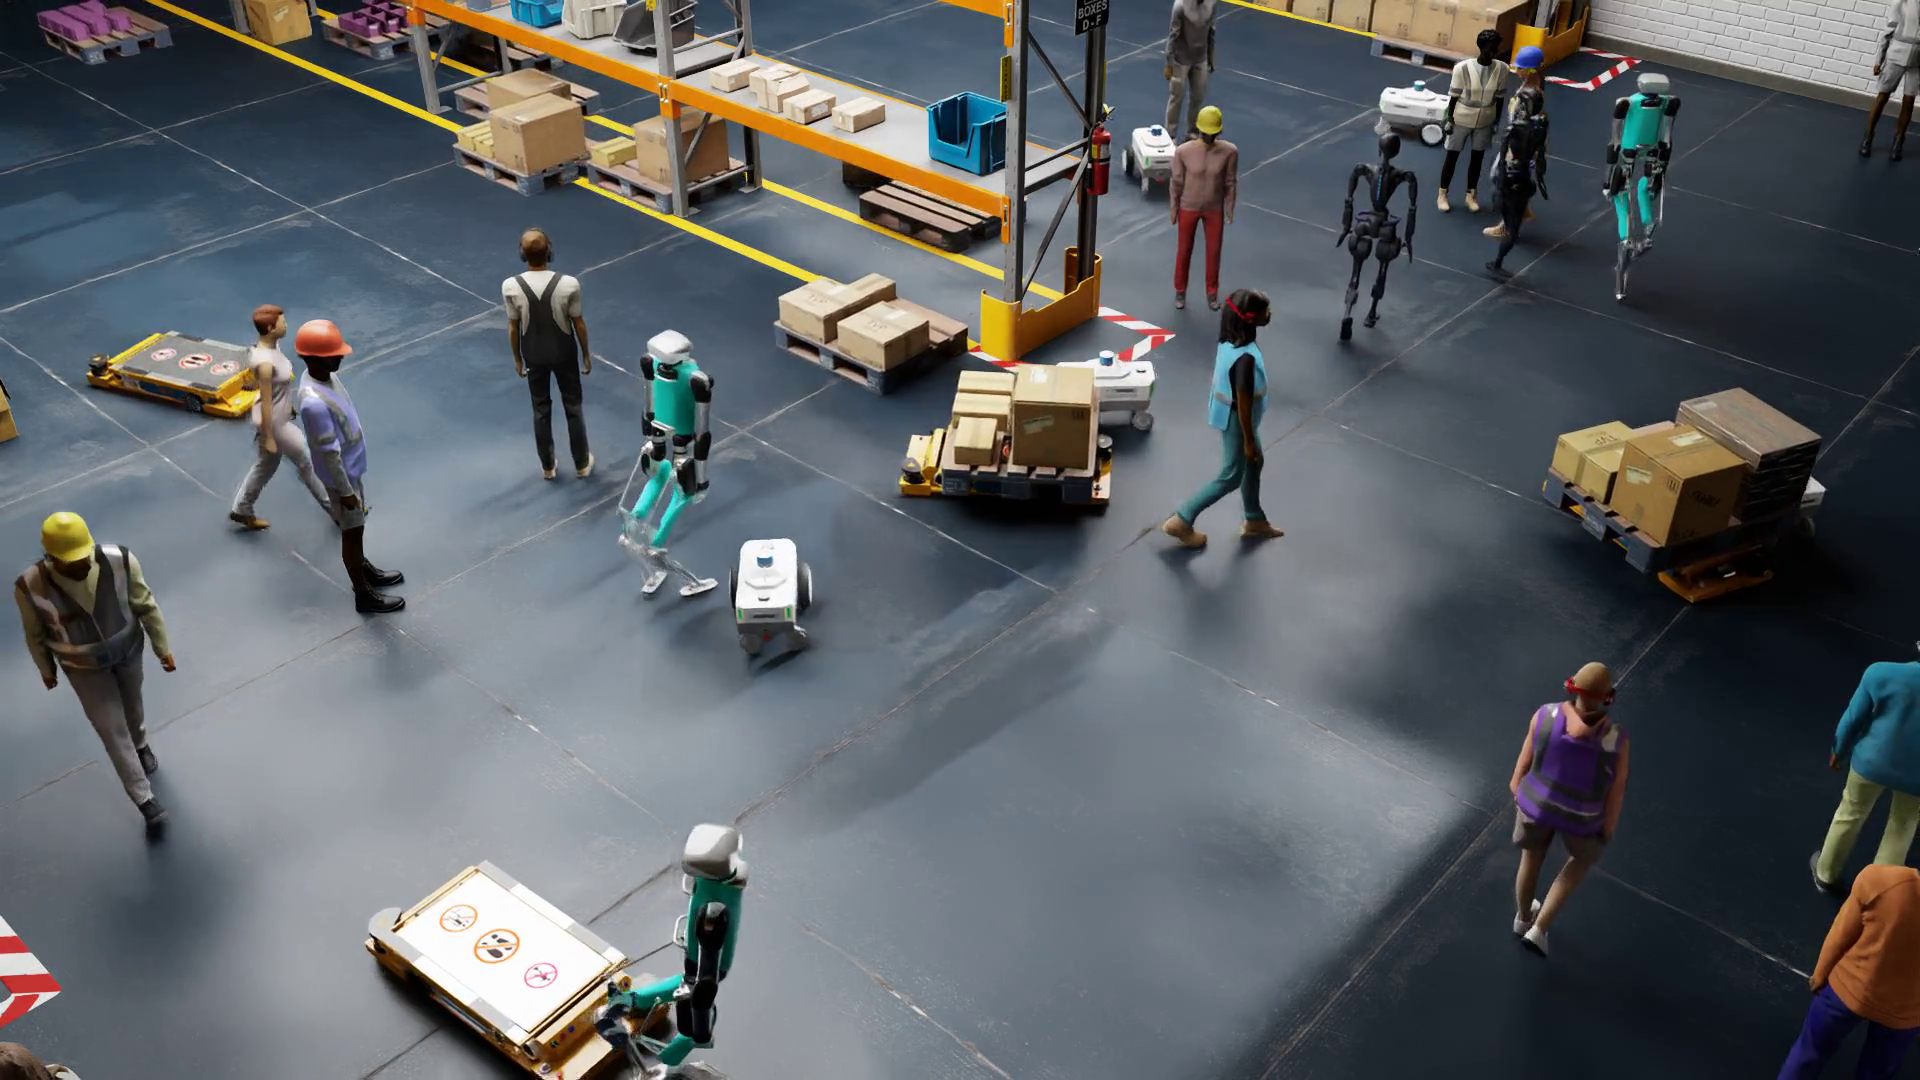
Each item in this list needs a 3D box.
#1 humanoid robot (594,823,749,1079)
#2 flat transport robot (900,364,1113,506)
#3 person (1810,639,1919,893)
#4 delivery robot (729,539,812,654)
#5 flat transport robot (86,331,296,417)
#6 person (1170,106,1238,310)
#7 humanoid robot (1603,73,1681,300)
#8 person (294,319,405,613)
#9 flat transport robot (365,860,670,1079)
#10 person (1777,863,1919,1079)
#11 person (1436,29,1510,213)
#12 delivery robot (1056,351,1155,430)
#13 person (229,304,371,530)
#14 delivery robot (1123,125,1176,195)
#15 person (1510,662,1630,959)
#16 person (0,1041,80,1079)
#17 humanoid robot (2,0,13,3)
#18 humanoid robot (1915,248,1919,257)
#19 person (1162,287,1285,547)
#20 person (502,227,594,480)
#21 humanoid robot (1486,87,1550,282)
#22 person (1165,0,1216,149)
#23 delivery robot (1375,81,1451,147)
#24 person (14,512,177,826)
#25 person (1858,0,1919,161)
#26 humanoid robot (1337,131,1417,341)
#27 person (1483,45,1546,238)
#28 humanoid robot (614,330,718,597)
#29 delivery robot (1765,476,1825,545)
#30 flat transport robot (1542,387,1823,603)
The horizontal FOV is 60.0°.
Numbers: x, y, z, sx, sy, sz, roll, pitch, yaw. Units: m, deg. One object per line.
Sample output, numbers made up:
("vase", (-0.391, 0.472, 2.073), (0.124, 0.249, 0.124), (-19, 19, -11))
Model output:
("humanoid robot", (-1.208, 1.845, 6.863), (1.055, 1.729, 0.548), (-1, 35, -1))
("flat transport robot", (0.332, -0.523, 11.568), (1.431, 0.231, 0.659), (4, 35, 5))
("person", (4.498, 1.055, 7.979), (0.584, 1.743, 0.357), (19, 39, 25))
("delivery robot", (-1.167, 0.308, 10.118), (0.499, 0.601, 0.772), (-2, 35, -2))
("flat transport robot", (-5.864, -1.279, 12.664), (1.431, 0.231, 0.659), (13, 37, 18))
("person", (1.945, -2.650, 13.351), (0.525, 1.745, 0.396), (-1, 35, -1))
("humanoid robot", (5.609, -2.822, 13.698), (0.549, 1.884, 0.765), (-2, 35, -3))
("person", (-3.682, -0.439, 9.983), (0.359, 1.934, 0.542), (-9, 36, -13))
("flat transport robot", (-2.114, 2.030, 7.869), (1.431, 0.231, 0.659), (24, 41, 30))
("person", (3.715, 1.813, 6.692), (0.515, 1.972, 0.405), (20, 39, 26))
("person", (4.642, -3.791, 15.051), (0.531, 1.693, 0.319), (-1, 35, -1))
("delivery robot", (1.021, -1.087, 12.150), (0.791, 0.614, 0.499), (-1, 35, -1))
("person", (-4.429, -0.748, 10.709), (0.882, 1.611, 0.486), (-11, 36, -16))
("delivery robot", (1.854, -3.663, 15.877), (0.499, 0.608, 0.786), (-3, 35, -4))
("person", (2.782, 1.268, 7.721), (0.509, 1.678, 0.423), (22, 40, 28))
("person", (-3.265, 2.414, 6.085), (0.335, 1.659, 0.495), (2, 35, 2))
("humanoid robot", (-11.968, -7.514, 20.471), (0.593, 1.635, 0.682), (-20, 39, -26))
("humanoid robot", (7.835, -2.344, 12.998), (0.585, 1.630, 0.741), (7, 35, 9))
("person", (1.734, -0.726, 10.519), (0.844, 1.865, 0.535), (2, 35, 3))
("person", (-2.753, -1.235, 11.224), (0.514, 1.836, 0.370), (-4, 35, -5))
("humanoid robot", (4.665, -2.953, 13.850), (0.589, 1.652, 0.368), (-22, 40, -28))
("person", (2.232, -4.690, 16.191), (0.548, 1.883, 0.419), (-16, 38, -22))
("delivery robot", (4.639, -4.330, 16.847), (0.805, 0.612, 0.499), (14, 37, 20))
("person", (-4.381, 0.623, 8.564), (0.604, 1.785, 0.863), (-27, 43, -34))
("person", (9.152, -4.638, 16.076), (0.549, 1.922, 0.387), (15, 37, 20))
("humanoid robot", (3.253, -2.374, 13.024), (0.609, 1.631, 0.641), (14, 37, 19))
("person", (4.856, -3.443, 14.479), (0.394, 1.752, 0.489), (6, 35, 9))
("humanoid robot", (-1.830, -0.351, 10.006), (0.543, 1.763, 0.754), (23, 41, 30))
("delivery robot", (5.390, -0.372, 11.113), (0.499, 0.612, 0.815), (-8, 35, -11))
("flat transport robot", (4.585, -0.107, 10.965), (0.659, 0.231, 1.431), (-14, 37, -19))
